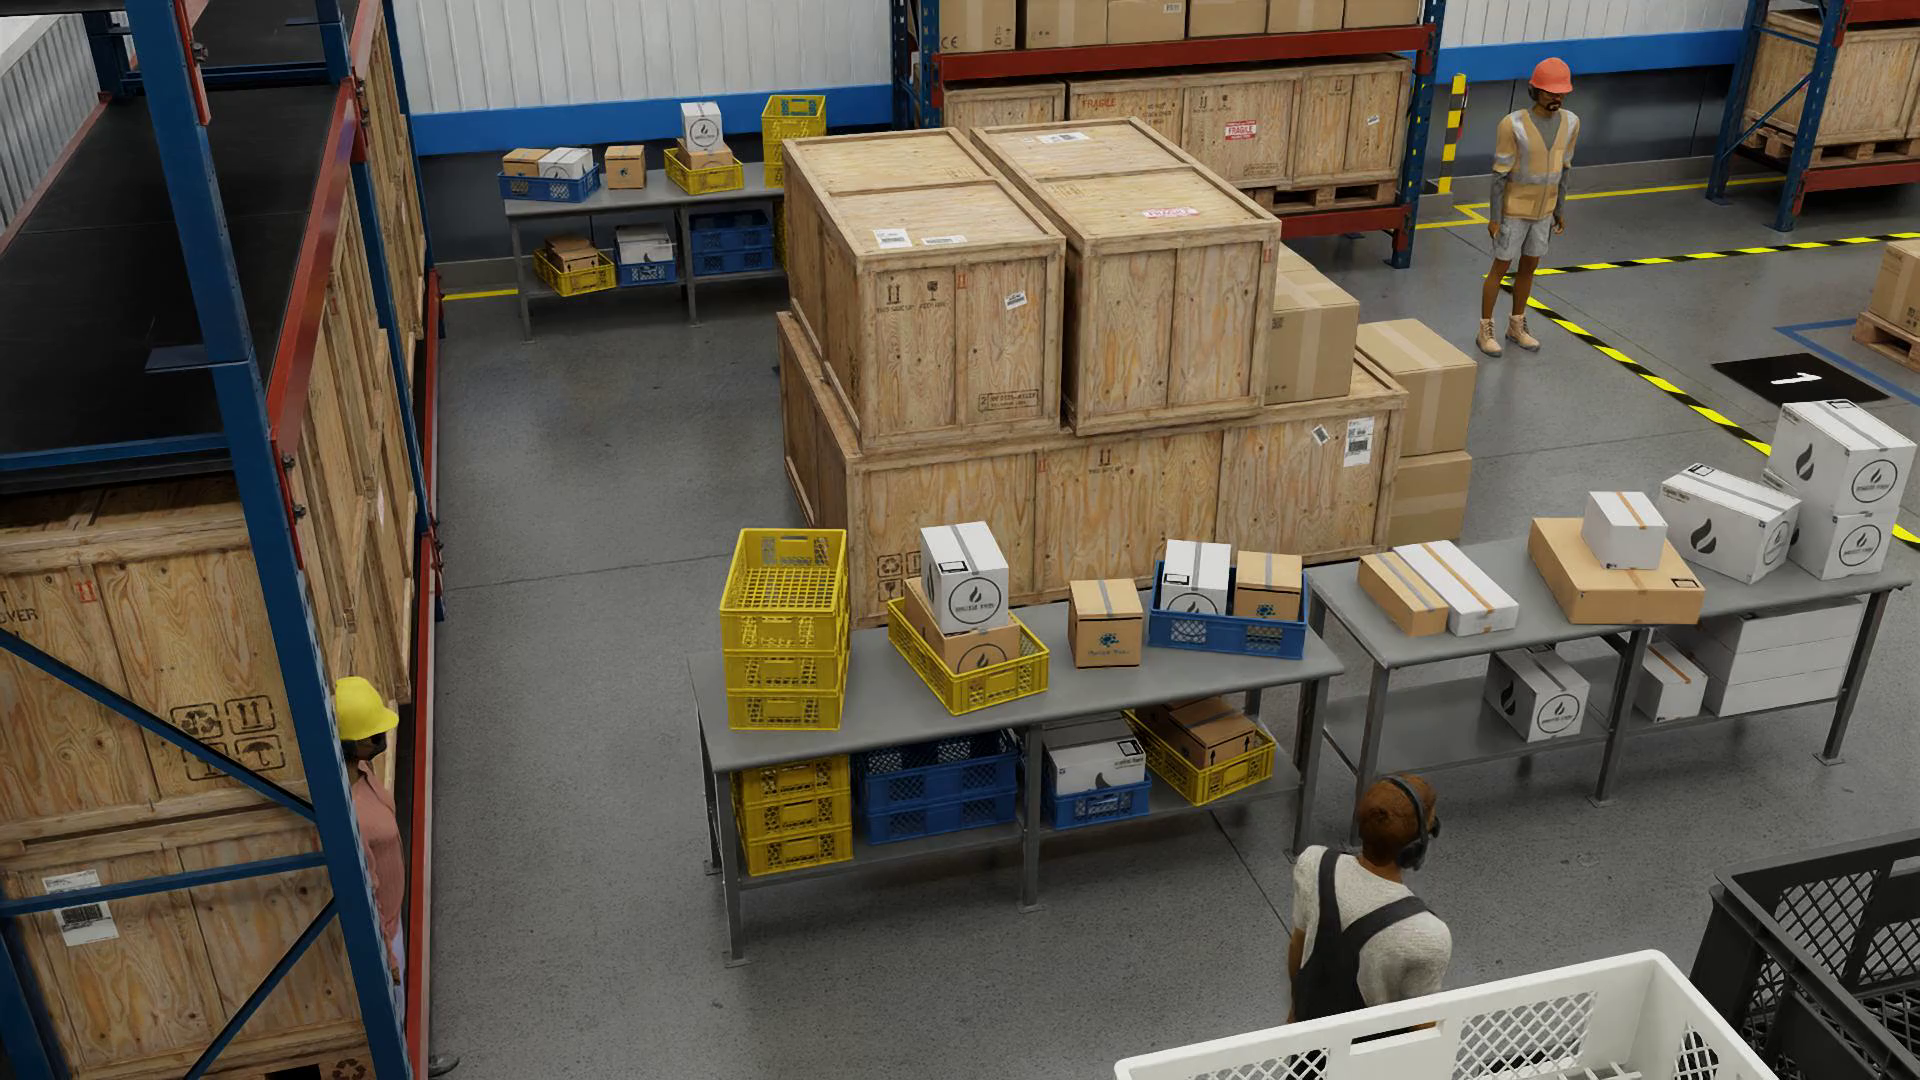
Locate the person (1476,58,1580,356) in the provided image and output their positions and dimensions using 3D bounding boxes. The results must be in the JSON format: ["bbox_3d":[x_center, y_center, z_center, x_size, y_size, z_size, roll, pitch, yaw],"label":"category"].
[{"bbox_3d":[3.900,-2.267,11.396,0.606,2.044,0.369,-9,30,-15],"label":"person"}]

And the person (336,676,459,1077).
[{"bbox_3d":[-1.876,1.205,5.387,0.337,1.761,0.522,-10,30,-17],"label":"person"}]

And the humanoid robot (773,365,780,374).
[{"bbox_3d":[-0.970,-1.907,11.164,0.695,1.626,0.610,-9,30,-15],"label":"humanoid robot"}]

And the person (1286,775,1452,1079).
[{"bbox_3d":[1.149,1.458,4.842,0.340,1.840,0.502,-23,37,-36],"label":"person"}]
